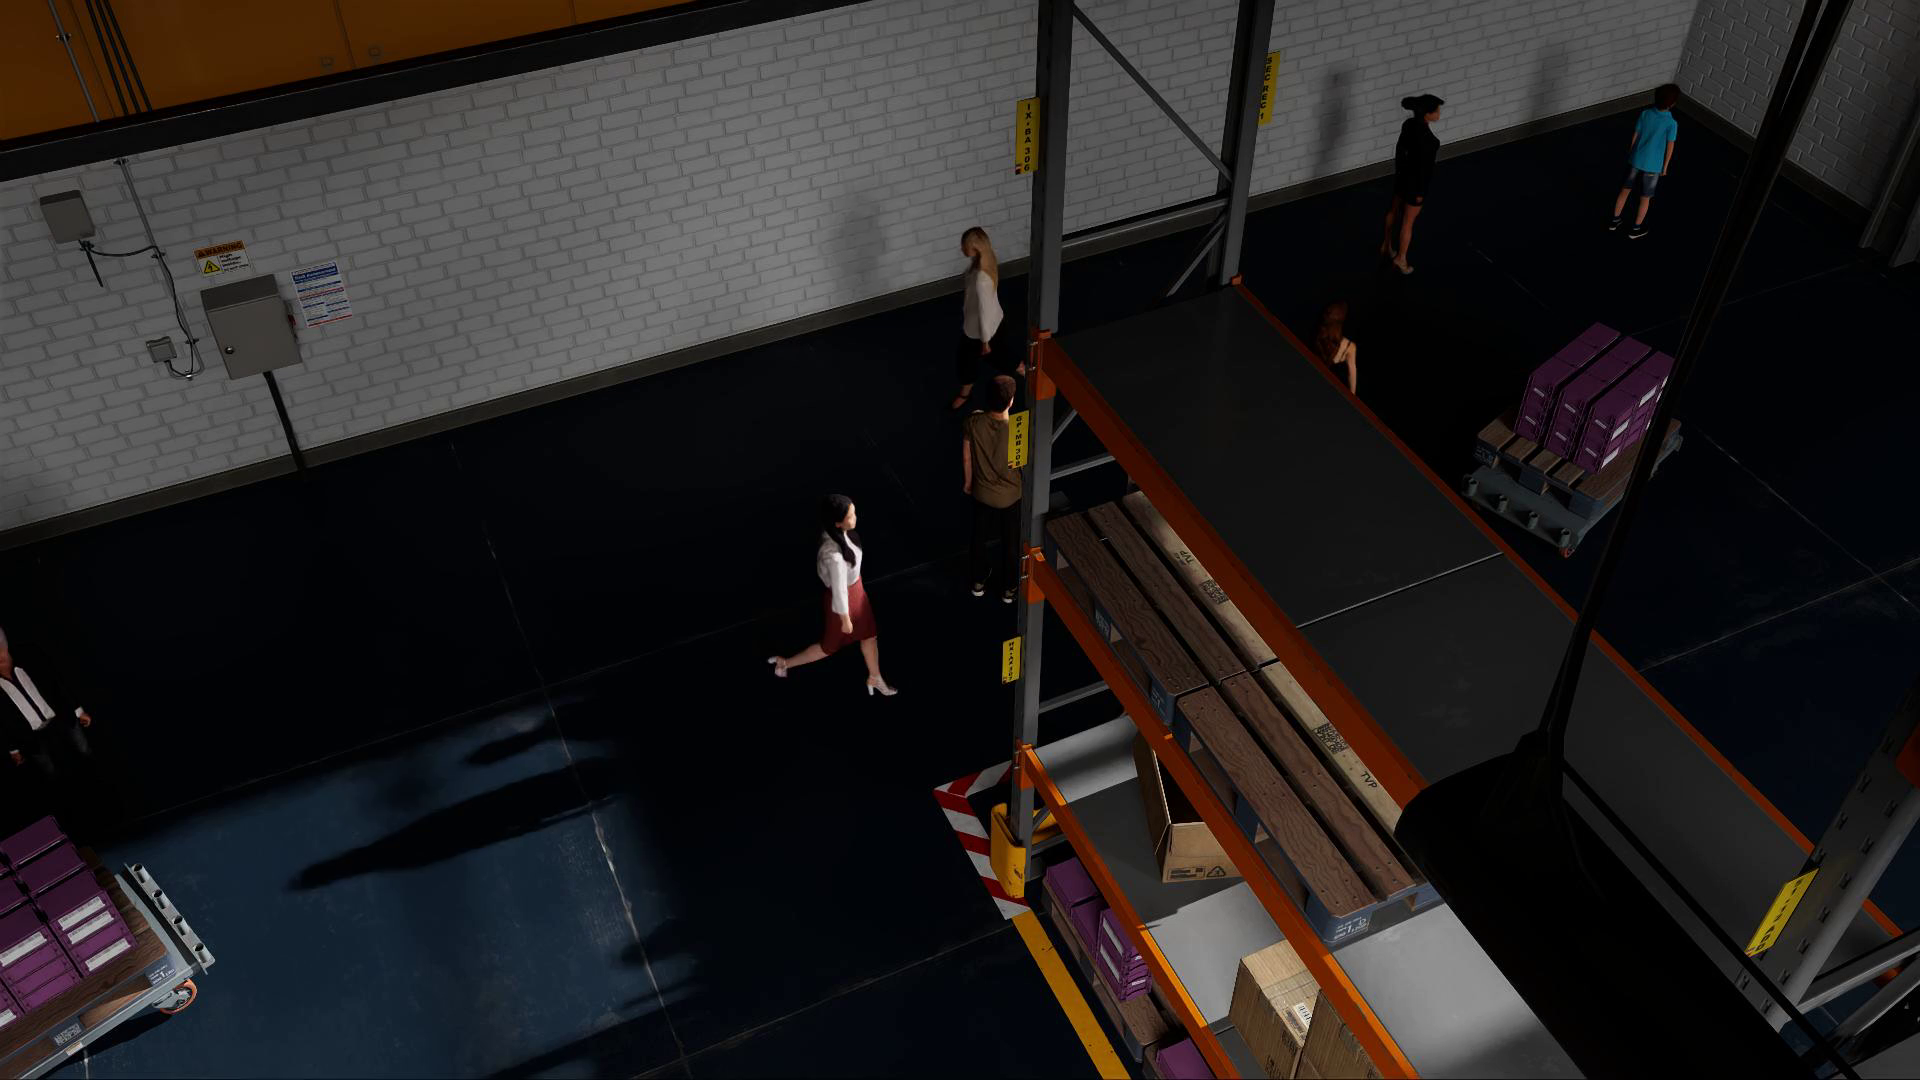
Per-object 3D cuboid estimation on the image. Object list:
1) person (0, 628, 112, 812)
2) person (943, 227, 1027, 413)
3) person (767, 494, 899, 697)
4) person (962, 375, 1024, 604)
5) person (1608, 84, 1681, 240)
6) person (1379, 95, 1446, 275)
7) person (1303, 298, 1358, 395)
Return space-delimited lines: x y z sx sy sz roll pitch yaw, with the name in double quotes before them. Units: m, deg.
"person" -5.485 1.096 10.022 0.712 1.784 0.813 34 53 30
"person" 0.259 -1.598 12.565 1.123 1.815 1.169 7 44 8
"person" -0.819 0.412 10.522 1.021 1.723 1.103 3 44 4
"person" 0.248 -0.344 11.223 0.732 1.851 0.804 16 46 16
"person" 6.064 -3.363 14.684 0.641 1.449 0.509 -34 53 -31
"person" 3.857 -3.041 14.208 0.643 1.639 0.536 -13 45 -13
"person" 2.590 -1.010 12.124 1.123 1.573 1.006 26 49 25
